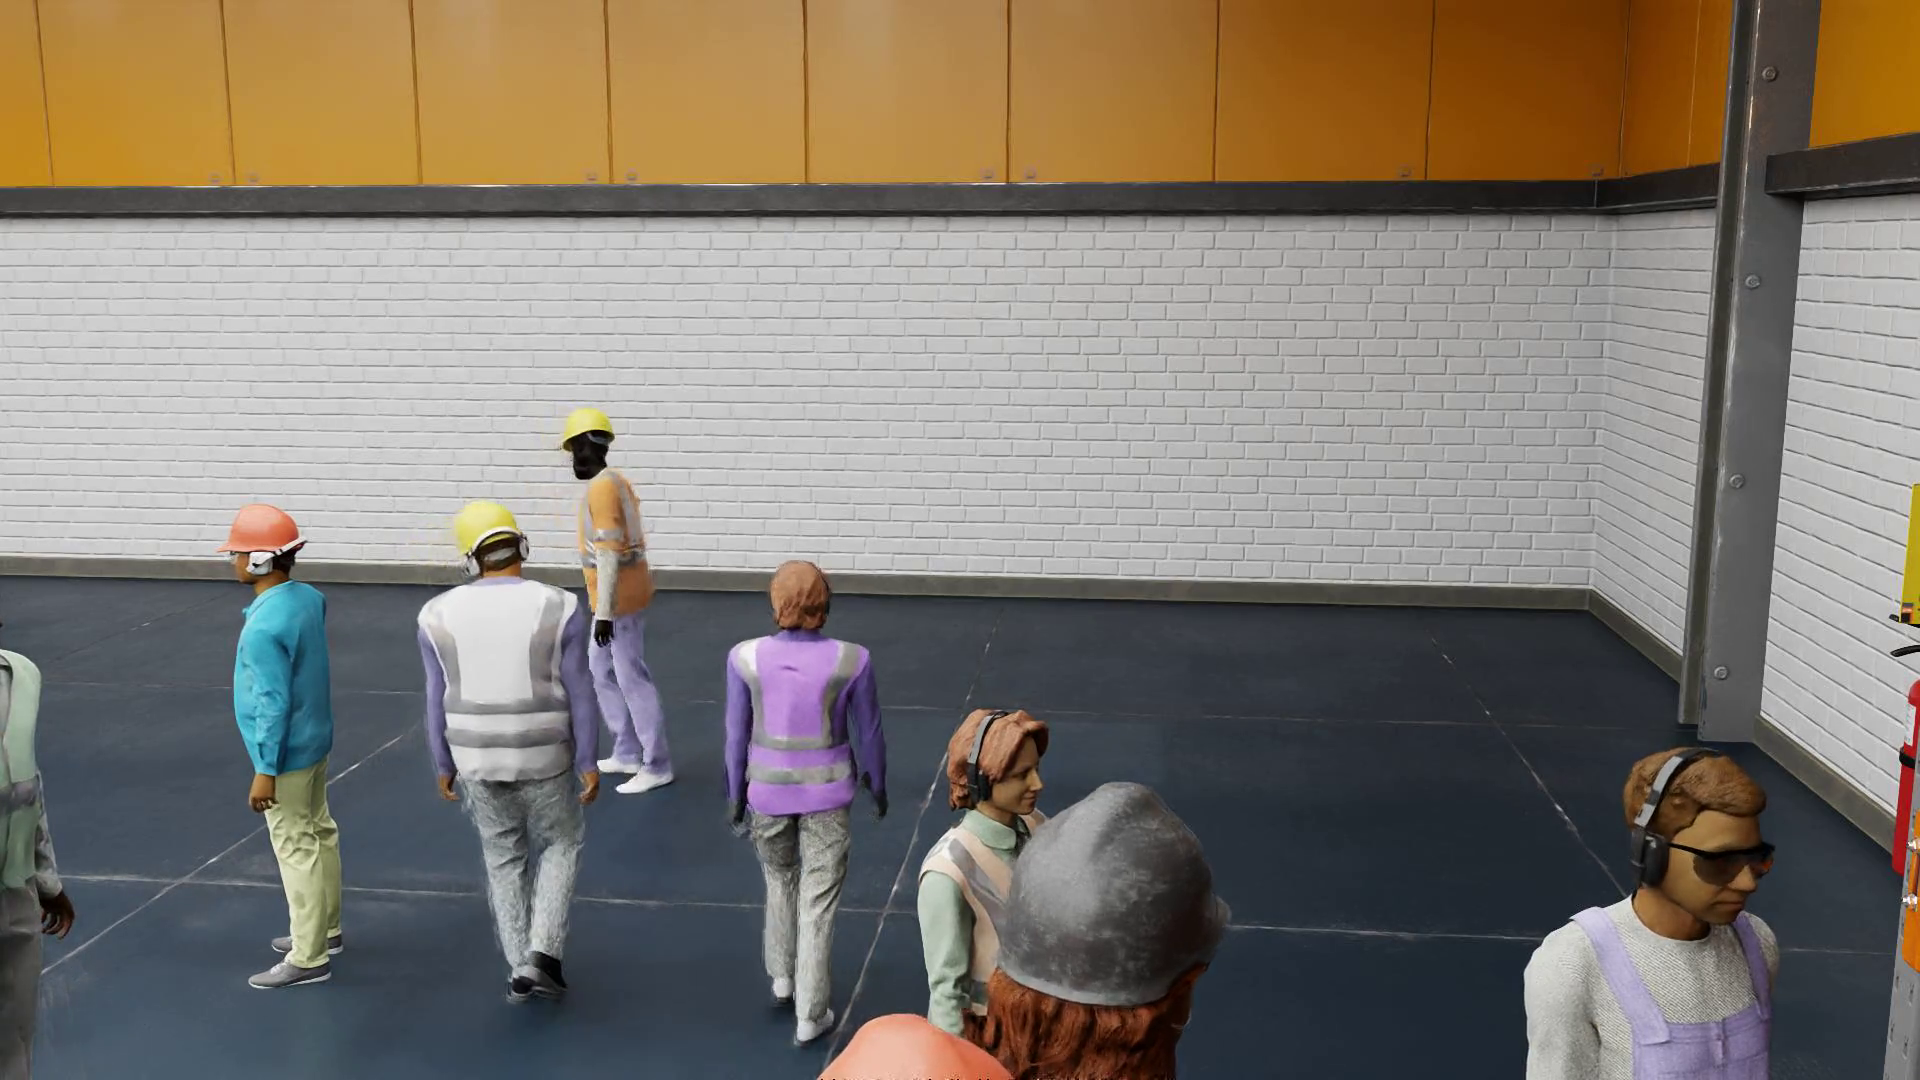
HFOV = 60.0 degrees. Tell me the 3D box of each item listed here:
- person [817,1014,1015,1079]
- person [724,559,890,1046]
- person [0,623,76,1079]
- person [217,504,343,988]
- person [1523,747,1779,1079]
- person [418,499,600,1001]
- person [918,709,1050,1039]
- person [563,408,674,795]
[{"bbox_3d":[-0.026,1.408,1.673,0.546,1.928,0.380,-6,12,-32],"label":"person"},{"bbox_3d":[-0.509,0.865,5.670,0.532,1.619,0.602,2,10,9],"label":"person"},{"bbox_3d":[-2.577,0.947,4.340,0.393,1.920,0.591,1,10,7],"label":"person"},{"bbox_3d":[-2.456,0.736,6.017,0.332,1.753,0.561,-1,10,-5],"label":"person"},{"bbox_3d":[1.179,1.245,2.848,0.508,1.845,0.345,-5,11,-24],"label":"person"},{"bbox_3d":[-1.560,0.755,5.822,0.611,1.793,0.470,0,10,0],"label":"person"},{"bbox_3d":[0.074,1.182,3.792,0.307,1.641,0.514,5,11,26],"label":"person"},{"bbox_3d":[-1.668,0.300,8.163,0.475,1.878,0.640,-3,10,-17],"label":"person"}]
